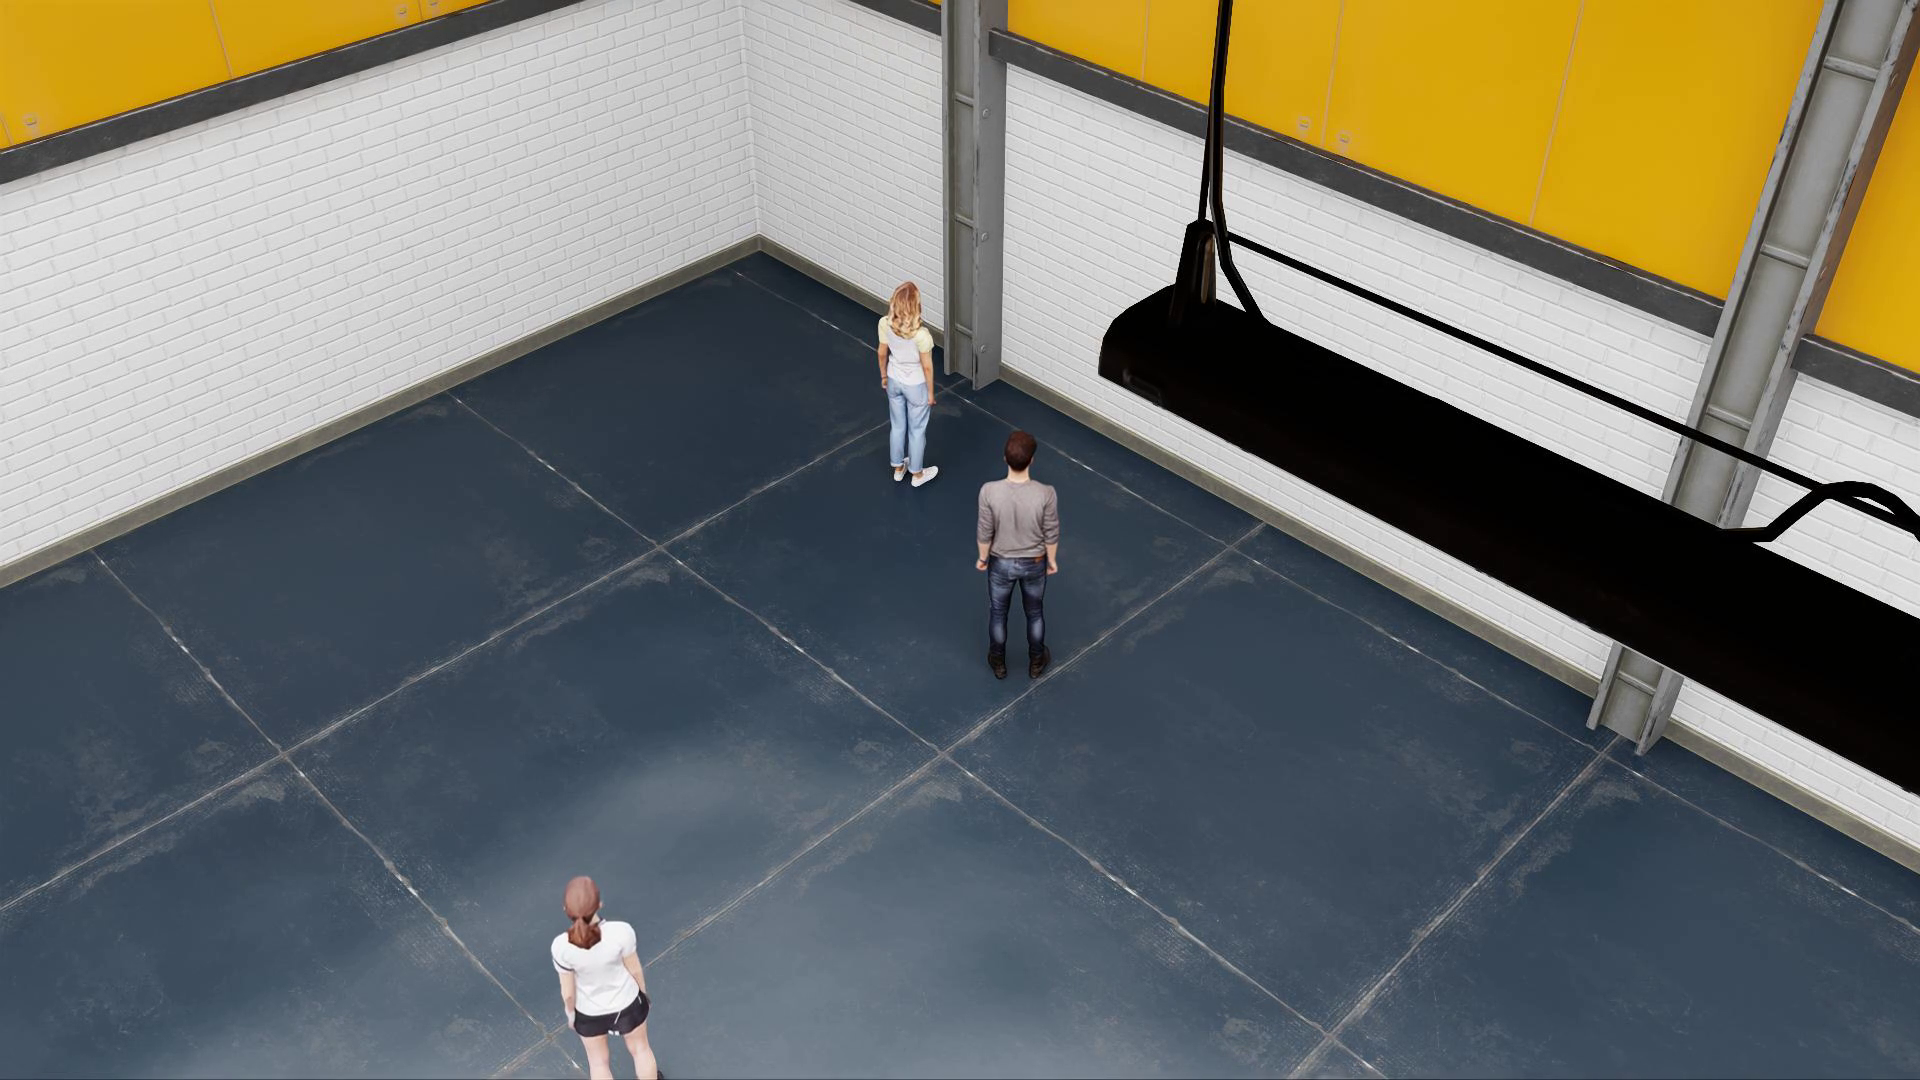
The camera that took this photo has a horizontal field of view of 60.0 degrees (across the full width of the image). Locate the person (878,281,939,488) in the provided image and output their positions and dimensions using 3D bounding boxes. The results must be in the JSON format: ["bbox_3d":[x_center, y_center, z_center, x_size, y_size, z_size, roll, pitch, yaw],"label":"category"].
[{"bbox_3d":[-0.391,-1.167,12.496,0.568,1.722,0.742,20,43,23],"label":"person"}]

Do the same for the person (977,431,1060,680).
[{"bbox_3d":[0.372,0.130,10.727,0.759,1.904,0.827,1,39,2],"label":"person"}]

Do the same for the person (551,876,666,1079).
[{"bbox_3d":[-1.733,2.278,8.159,0.650,1.752,0.677,-11,40,-13],"label":"person"}]
